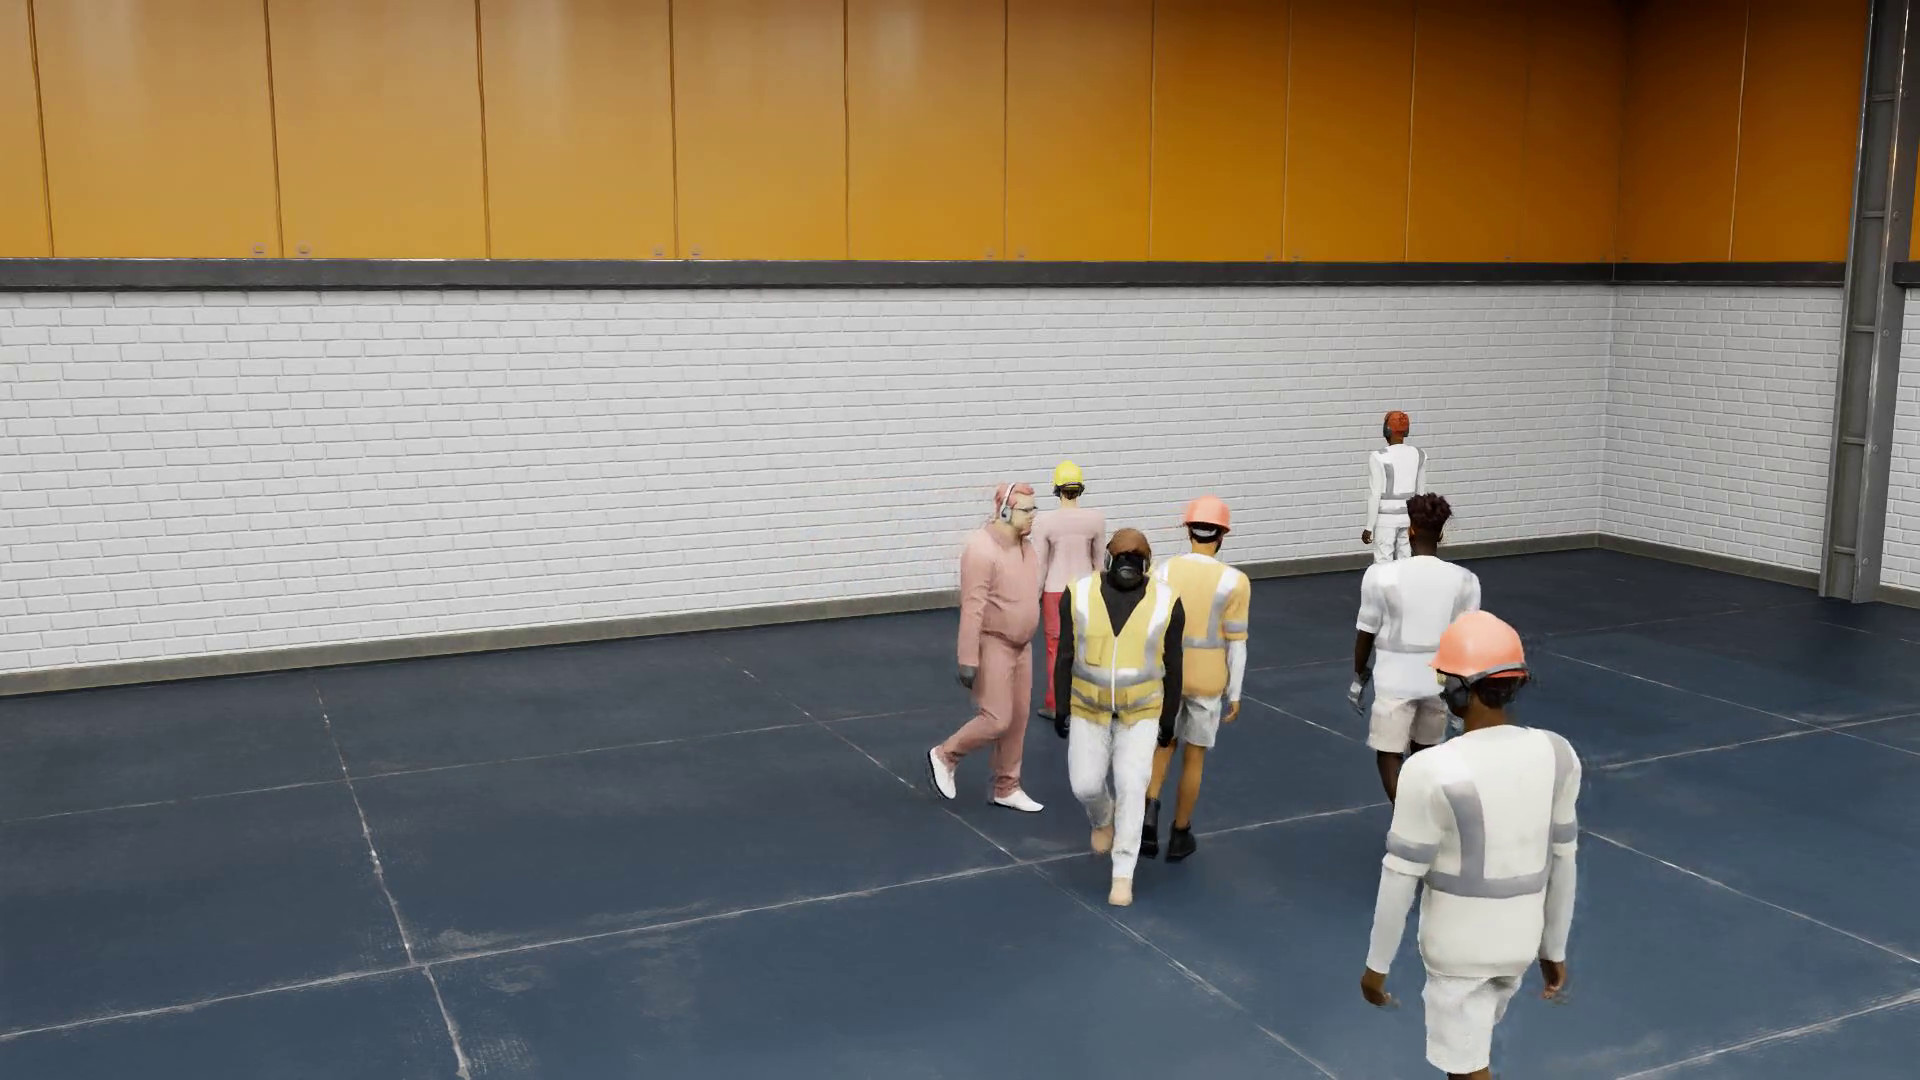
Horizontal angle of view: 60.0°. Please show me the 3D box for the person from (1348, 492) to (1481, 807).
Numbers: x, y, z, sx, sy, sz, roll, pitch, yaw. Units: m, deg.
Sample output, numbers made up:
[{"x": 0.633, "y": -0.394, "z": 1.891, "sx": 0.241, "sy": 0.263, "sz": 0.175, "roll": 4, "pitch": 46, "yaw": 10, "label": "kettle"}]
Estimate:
[{"x": 2.309, "y": 0.735, "z": 8.359, "sx": 0.621, "sy": 1.938, "sz": 0.846, "roll": 0, "pitch": 9, "yaw": -2, "label": "person"}]

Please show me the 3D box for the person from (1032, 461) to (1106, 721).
[{"x": 0.731, "y": 0.347, "z": 11.259, "sx": 0.525, "sy": 1.772, "sz": 0.309, "roll": -2, "pitch": 9, "yaw": -13, "label": "person"}]

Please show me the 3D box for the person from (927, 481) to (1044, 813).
[{"x": 0.167, "y": 0.602, "z": 9.289, "sx": 0.582, "sy": 1.889, "sz": 0.684, "roll": 6, "pitch": 11, "yaw": 31, "label": "person"}]

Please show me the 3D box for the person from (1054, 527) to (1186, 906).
[{"x": 0.781, "y": 0.818, "z": 8.156, "sx": 0.631, "sy": 1.825, "sz": 0.629, "roll": 2, "pitch": 9, "yaw": 11, "label": "person"}]

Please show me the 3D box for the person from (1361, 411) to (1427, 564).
[{"x": 3.628, "y": -0.143, "z": 13.939, "sx": 0.584, "sy": 1.882, "sz": 0.346, "roll": -4, "pitch": 10, "yaw": -25, "label": "person"}]

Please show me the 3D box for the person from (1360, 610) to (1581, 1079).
[{"x": 1.503, "y": 1.206, "z": 5.131, "sx": 0.631, "sy": 2.019, "sz": 0.764, "roll": -4, "pitch": 10, "yaw": -24, "label": "person"}]

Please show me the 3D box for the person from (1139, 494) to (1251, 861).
[{"x": 1.169, "y": 0.727, "z": 8.485, "sx": 0.596, "sy": 1.900, "sz": 0.592, "roll": 4, "pitch": 10, "yaw": 23, "label": "person"}]
